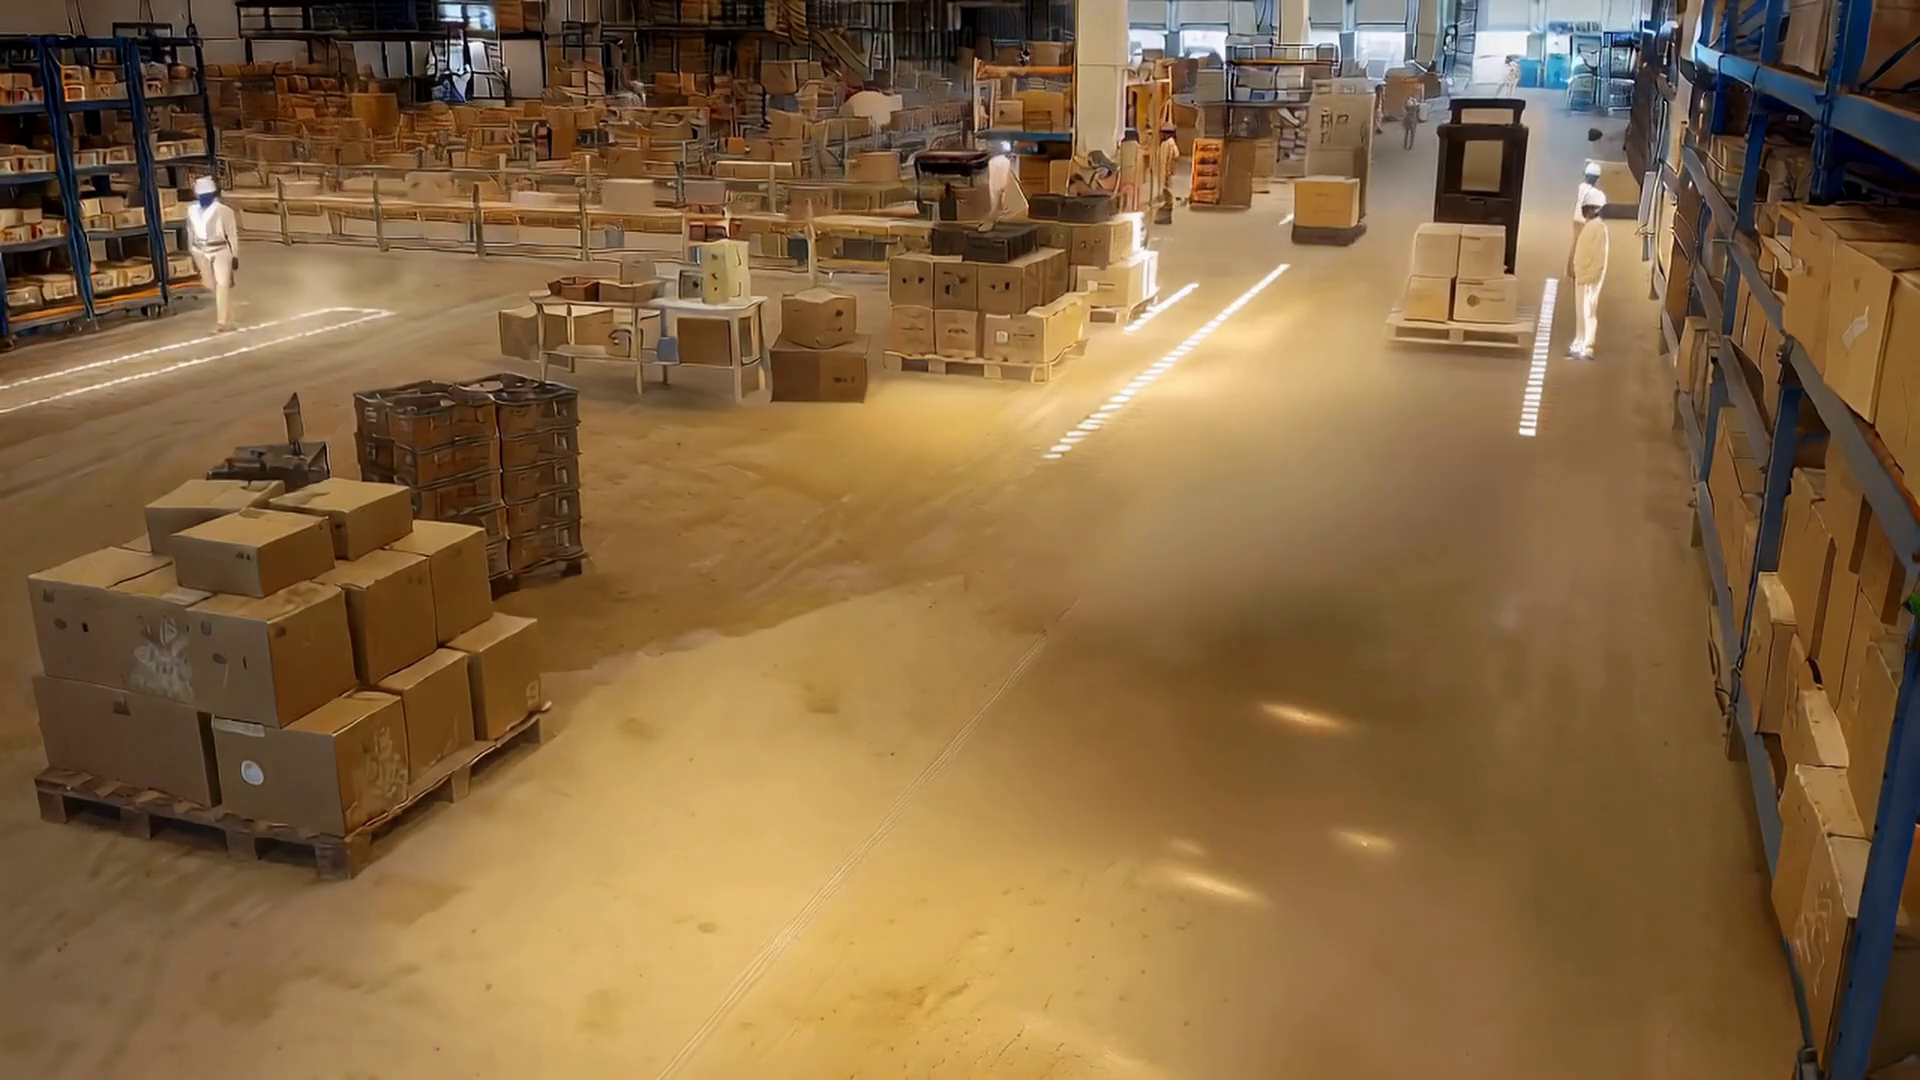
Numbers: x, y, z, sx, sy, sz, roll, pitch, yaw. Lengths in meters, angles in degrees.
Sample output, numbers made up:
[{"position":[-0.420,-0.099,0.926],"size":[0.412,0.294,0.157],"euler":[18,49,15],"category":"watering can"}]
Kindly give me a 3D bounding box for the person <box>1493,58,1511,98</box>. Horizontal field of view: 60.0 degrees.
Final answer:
[{"position":[24.523,-20.745,74.951],"size":[0.716,1.895,0.654],"euler":[-5,18,-14],"category":"person"}]

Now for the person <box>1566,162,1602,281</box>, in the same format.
[{"position":[9.393,-4.776,24.976],"size":[0.329,1.765,0.533],"euler":[0,18,0],"category":"person"}]

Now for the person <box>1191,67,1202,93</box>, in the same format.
[{"position":[8.731,-16.624,61.937],"size":[0.916,1.937,0.606],"euler":[8,19,24],"category":"person"}]

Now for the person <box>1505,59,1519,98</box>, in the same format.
[{"position":[24.594,-20.500,74.183],"size":[0.584,1.884,0.346],"euler":[-3,18,-8],"category":"person"}]

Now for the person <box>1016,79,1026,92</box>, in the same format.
[{"position":[2.292,-17.113,63.520],"size":[0.802,1.897,0.595],"euler":[6,19,19],"category":"person"}]

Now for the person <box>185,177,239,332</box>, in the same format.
[{"position":[-9.480,-3.648,21.168],"size":[0.616,1.931,0.747],"euler":[0,18,0],"category":"person"}]

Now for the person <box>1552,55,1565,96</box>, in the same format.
[{"position":[28.459,-22.082,79.105],"size":[0.590,1.915,0.421],"euler":[-5,18,-15],"category":"person"}]

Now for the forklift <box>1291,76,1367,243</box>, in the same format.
[{"position":[6.598,-6.755,29.381],"size":[1.129,2.768,1.873],"euler":[6,19,19],"category":"forklift"}]

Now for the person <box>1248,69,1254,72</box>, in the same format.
[{"position":[10.927,-16.691,62.263],"size":[0.579,1.855,0.537],"euler":[2,18,5],"category":"person"}]

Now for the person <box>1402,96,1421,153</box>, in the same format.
[{"position":[12.971,-11.971,47.855],"size":[0.514,1.593,0.841],"euler":[3,18,8],"category":"person"}]

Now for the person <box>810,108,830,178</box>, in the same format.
[{"position":[-3.224,-8.951,38.047],"size":[0.653,1.797,0.632],"euler":[16,23,40],"category":"person"}]

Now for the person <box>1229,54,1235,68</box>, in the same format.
[{"position":[13.670,-23.727,84.433],"size":[0.771,1.812,0.647],"euler":[8,20,25],"category":"person"}]

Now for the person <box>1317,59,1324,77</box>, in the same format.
[{"position":[16.610,-21.226,76.501],"size":[0.385,1.859,0.548],"euler":[5,18,16],"category":"person"}]

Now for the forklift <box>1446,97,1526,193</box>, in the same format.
[{"position":[6.915,-4.461,22.172],"size":[1.129,2.768,1.873],"euler":[6,19,18],"category":"forklift"}]

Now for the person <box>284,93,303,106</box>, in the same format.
[{"position":[-20.086,-12.855,50.171],"size":[0.650,1.884,0.787],"euler":[9,20,27],"category":"person"}]

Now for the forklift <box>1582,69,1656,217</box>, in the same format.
[{"position":[13.219,-7.740,32.475],"size":[1.873,2.768,1.129],"euler":[6,19,18],"category":"forklift"}]

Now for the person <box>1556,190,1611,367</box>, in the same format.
[{"position":[7.144,-2.974,18.936],"size":[0.383,1.996,0.609],"euler":[0,18,0],"category":"person"}]

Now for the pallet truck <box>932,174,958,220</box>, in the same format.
[{"position":[-0.507,-5.292,27.348],"size":[0.653,1.274,1.630],"euler":[6,19,19],"category":"pallet truck"}]

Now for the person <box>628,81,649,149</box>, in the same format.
[{"position":[-9.212,-12.073,47.499],"size":[0.651,2.020,0.609],"euler":[17,24,42],"category":"person"}]

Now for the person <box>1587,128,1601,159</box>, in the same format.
[{"position":[13.140,-7.713,34.431],"size":[0.500,1.614,0.517],"euler":[12,21,34],"category":"person"}]

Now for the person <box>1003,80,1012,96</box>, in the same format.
[{"position":[1.672,-15.813,59.374],"size":[0.375,1.935,0.551],"euler":[6,19,19],"category":"person"}]

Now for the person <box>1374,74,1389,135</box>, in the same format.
[{"position":[13.844,-14.267,54.526],"size":[0.374,1.930,0.542],"euler":[10,20,29],"category":"person"}]

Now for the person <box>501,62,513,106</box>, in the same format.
[{"position":[-19.428,-19.524,71.182],"size":[0.344,1.847,0.505],"euler":[10,20,29],"category":"person"}]

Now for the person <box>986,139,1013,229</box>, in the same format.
[{"position":[0.715,-6.223,29.526],"size":[0.549,1.752,0.407],"euler":[-14,22,-37],"category":"person"}]

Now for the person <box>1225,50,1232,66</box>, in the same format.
[{"position":[14.668,-25.888,90.931],"size":[0.375,1.997,0.611],"euler":[4,18,12],"category":"person"}]

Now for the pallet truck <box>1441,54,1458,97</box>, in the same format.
[{"position":[22.765,-21.886,78.355],"size":[0.823,1.965,1.885],"euler":[-4,18,-14],"category":"pallet truck"}]

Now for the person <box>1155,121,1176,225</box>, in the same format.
[{"position":[3.910,-6.970,31.585],"size":[0.354,1.939,0.544],"euler":[5,18,15],"category":"person"}]
